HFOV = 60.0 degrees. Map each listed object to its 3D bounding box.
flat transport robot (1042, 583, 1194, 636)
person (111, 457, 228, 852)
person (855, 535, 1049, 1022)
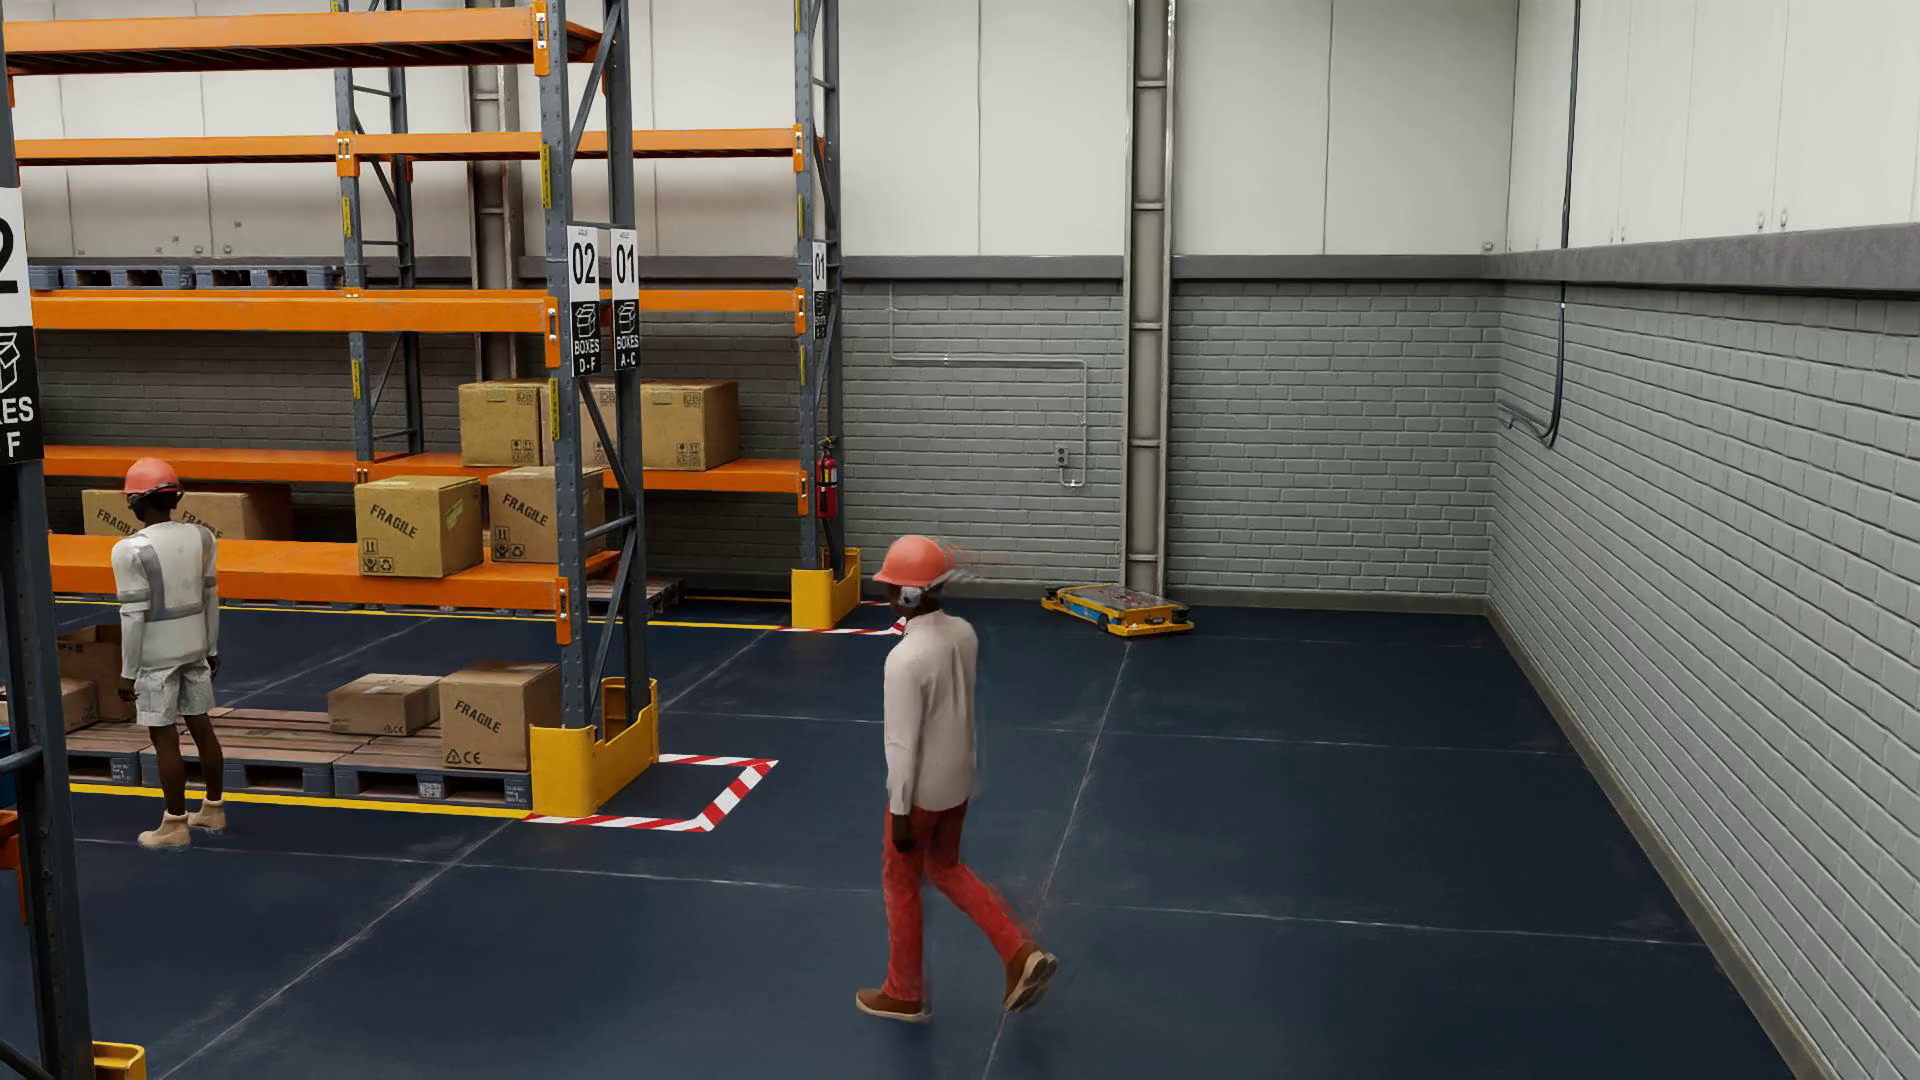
[{"bbox_3d":[1.326,0.574,14.199,0.652,0.197,1.431,-5,10,-26],"label":"flat transport robot"},{"bbox_3d":[-4.123,0.590,8.626,0.393,2.040,0.628,4,10,22],"label":"person"},{"bbox_3d":[-0.054,0.960,6.517,0.703,1.977,0.620,5,11,30],"label":"person"}]
